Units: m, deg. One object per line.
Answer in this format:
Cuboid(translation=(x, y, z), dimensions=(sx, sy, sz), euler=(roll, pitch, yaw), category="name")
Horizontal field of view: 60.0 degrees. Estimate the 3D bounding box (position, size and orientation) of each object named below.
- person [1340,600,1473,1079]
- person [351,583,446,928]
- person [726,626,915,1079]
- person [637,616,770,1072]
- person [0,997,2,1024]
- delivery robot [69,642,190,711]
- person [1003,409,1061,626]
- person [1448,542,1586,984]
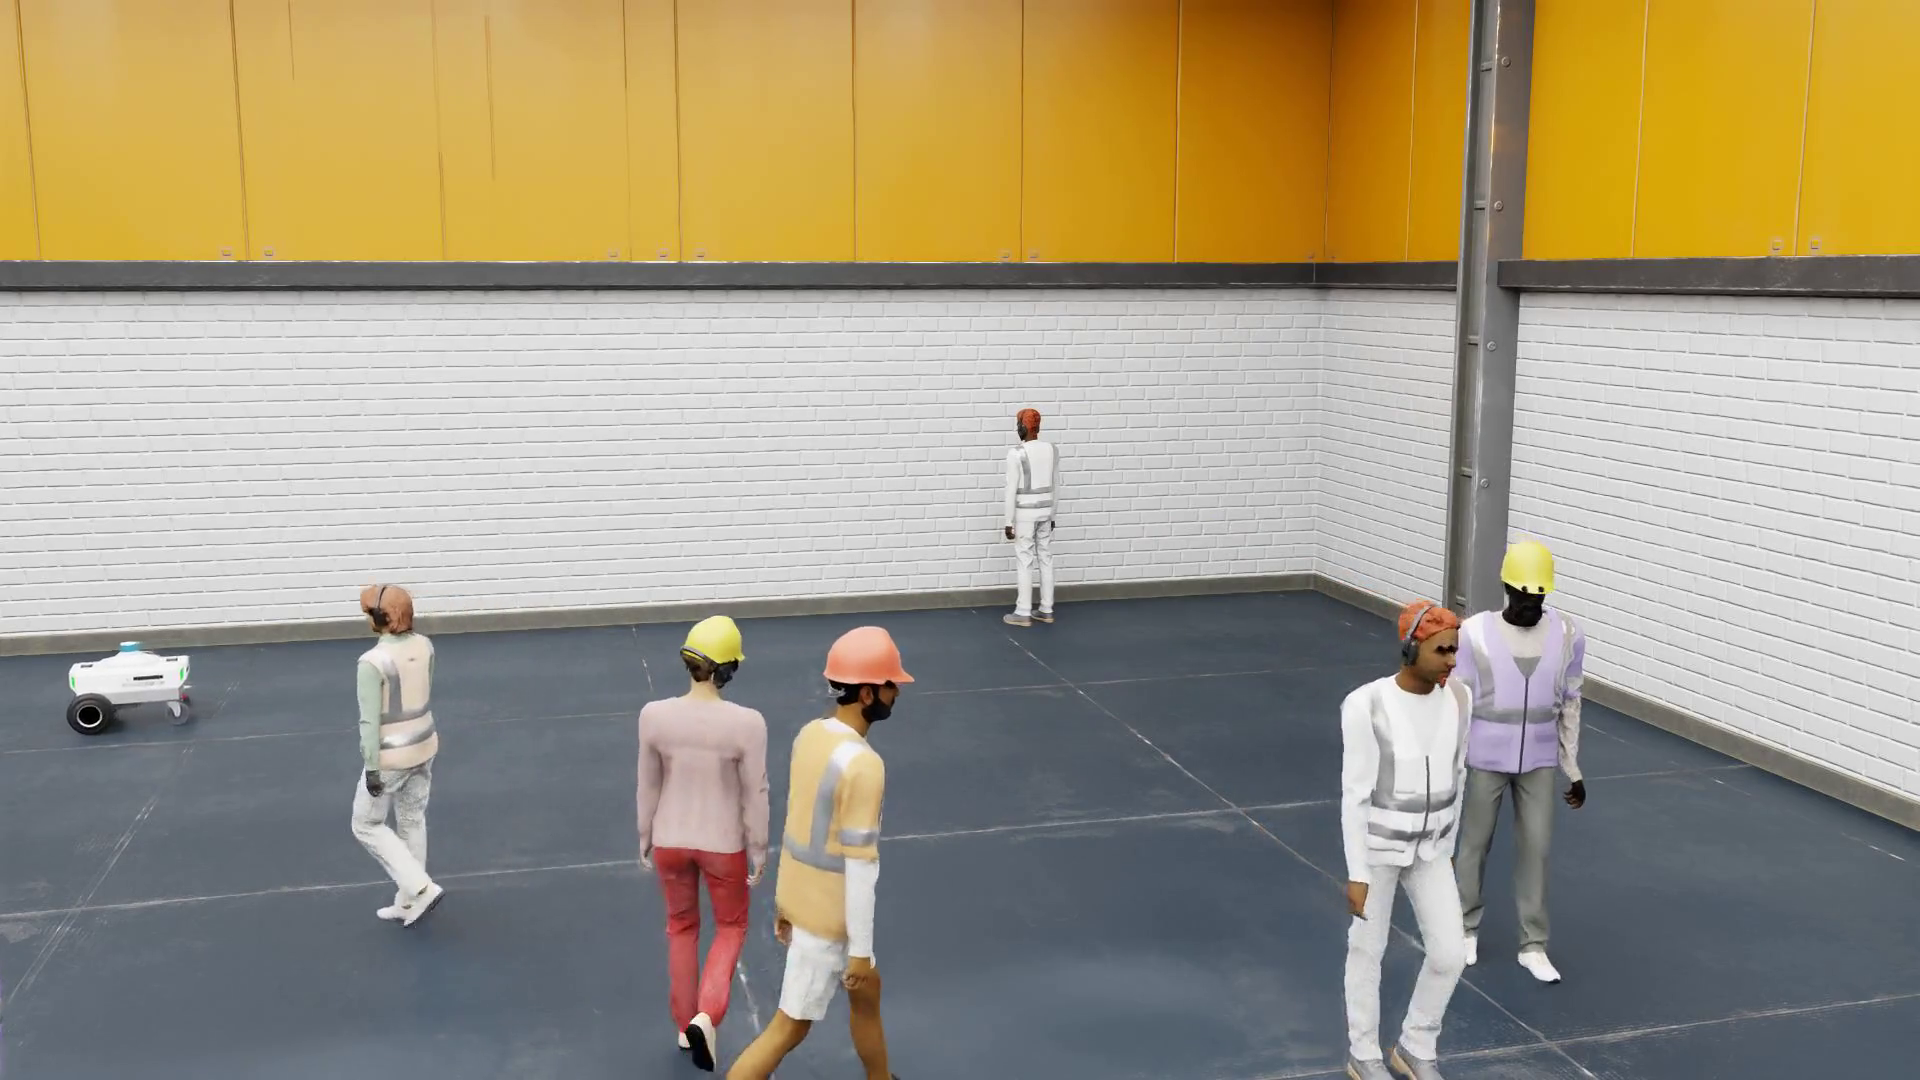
Cuboid(translation=(1.606, 1.145, 5.998), dimensions=(0.604, 1.865, 0.533), euler=(-3, 10, -17), category="person")
Cuboid(translation=(-2.581, 1.000, 7.659), dimensions=(0.390, 1.625, 0.524), euler=(3, 10, 19), category="person")
Cuboid(translation=(-0.510, 1.222, 5.552), dimensions=(1.048, 1.879, 0.558), euler=(-4, 10, -23), category="person")
Cuboid(translation=(-0.999, 1.161, 6.307), dimensions=(0.553, 1.743, 0.550), euler=(1, 9, 9), category="person")
Cuboid(translation=(-2.570, 1.460, 4.111), dimensions=(0.564, 1.846, 0.393), euler=(5, 10, 27), category="person")
Cuboid(translation=(-5.566, 0.927, 11.169), dimensions=(0.707, 0.478, 0.477), euler=(-3, 10, -20), category="delivery robot")
Cuboid(translation=(0.618, -0.196, 14.358), dimensions=(0.577, 1.879, 0.344), euler=(-6, 11, -34), category="person")
Cuboid(translation=(2.393, 0.955, 7.148), dimensions=(0.630, 1.900, 0.636), euler=(0, 9, 1), category="person")
